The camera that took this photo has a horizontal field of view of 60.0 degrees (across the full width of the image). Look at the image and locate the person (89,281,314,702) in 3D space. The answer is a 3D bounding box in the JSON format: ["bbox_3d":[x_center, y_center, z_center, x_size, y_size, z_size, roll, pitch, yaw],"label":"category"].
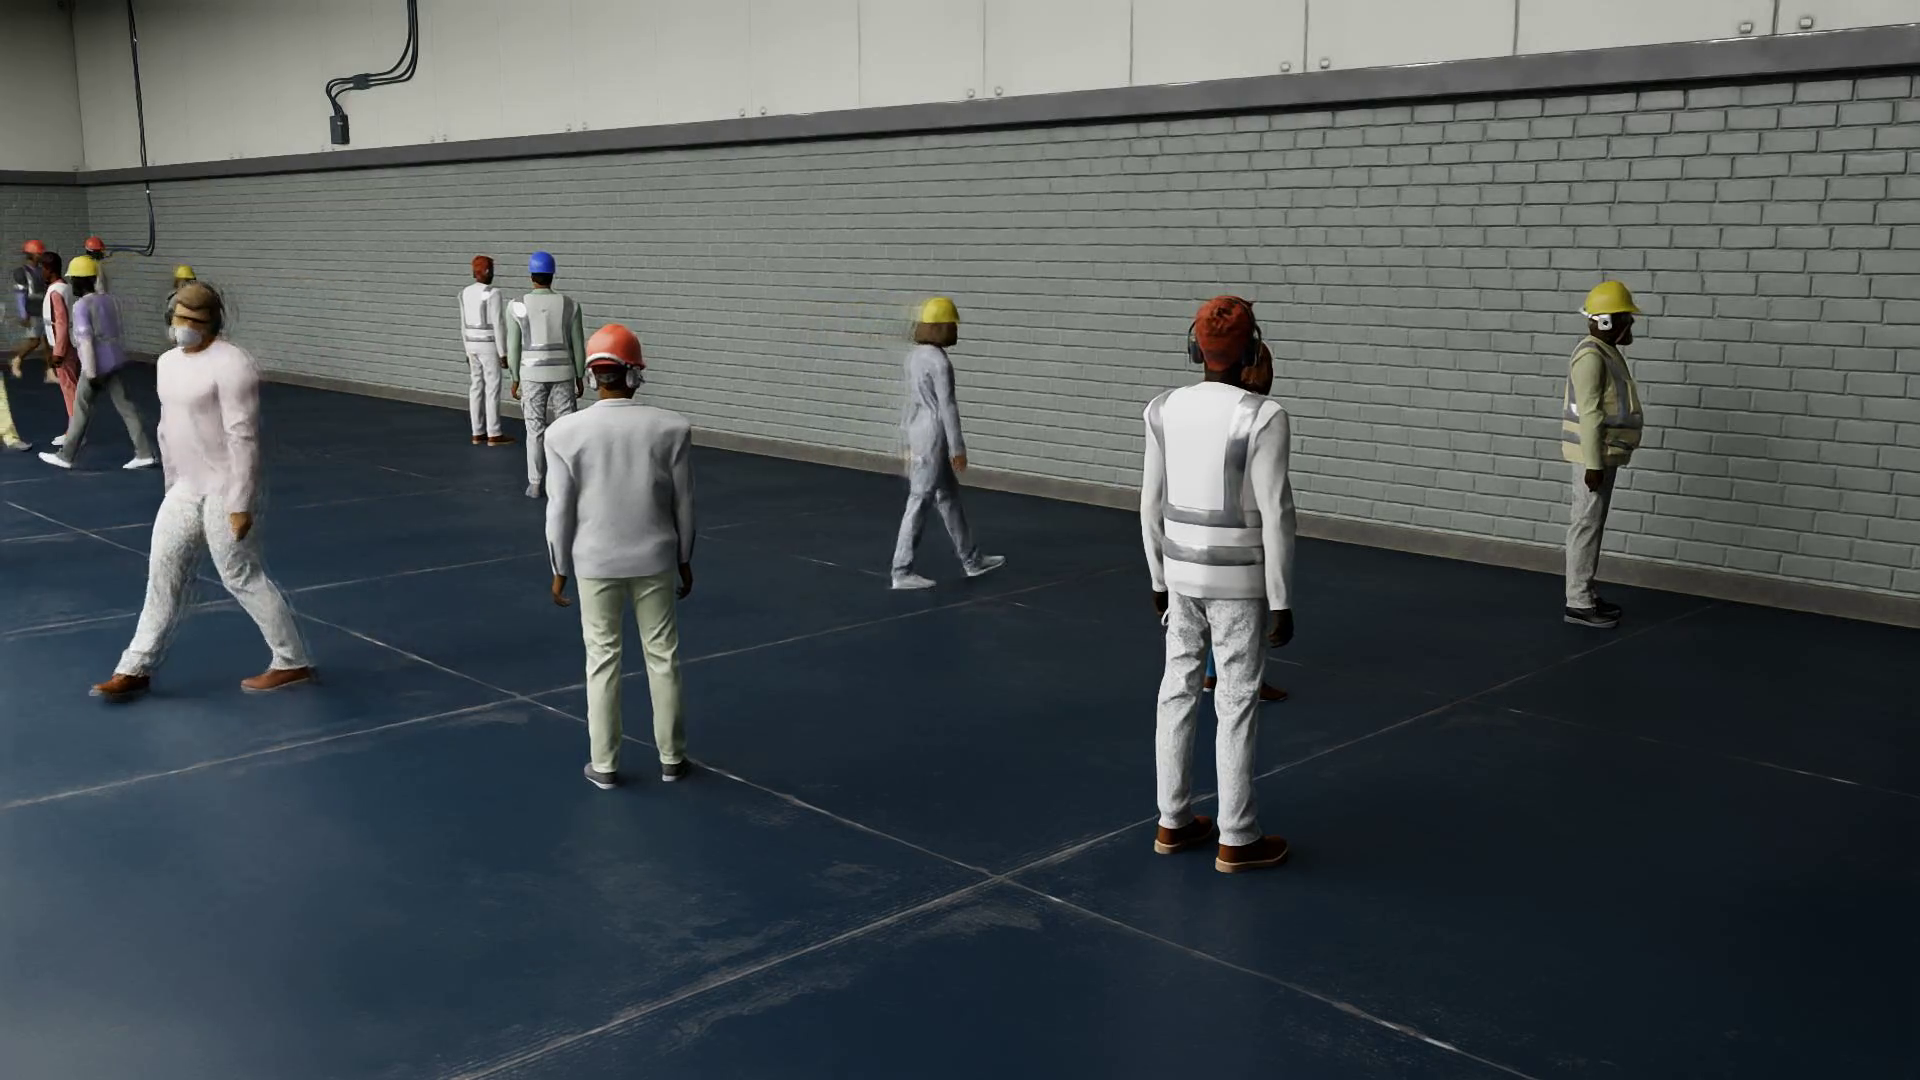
[{"bbox_3d":[-3.402,-0.201,7.388,0.676,1.880,0.783,7,13,34],"label":"person"}]

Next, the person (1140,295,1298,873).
[{"bbox_3d":[0.855,0.148,5.465,0.351,1.884,0.581,-10,14,-44],"label":"person"}]

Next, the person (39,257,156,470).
[{"bbox_3d":[-7.654,-1.545,14.699,1.001,1.878,0.588,1,10,7],"label":"person"}]

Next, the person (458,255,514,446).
[{"bbox_3d":[-4.709,-1.874,16.504,0.581,1.878,0.373,7,13,34],"label":"person"}]

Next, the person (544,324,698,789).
[{"bbox_3d":[-1.272,0.065,6.285,0.562,1.746,0.339,-3,11,-17],"label":"person"}]

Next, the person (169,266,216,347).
[{"bbox_3d":[-9.790,-2.628,21.126,0.918,1.692,0.503,2,11,13],"label":"person"}]

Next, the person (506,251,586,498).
[{"bbox_3d":[-3.279,-1.305,13.216,0.605,1.948,0.391,-4,11,-19],"label":"person"}]

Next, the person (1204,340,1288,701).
[{"bbox_3d":[1.265,-0.091,7.454,0.289,1.633,0.498,-7,12,-33],"label":"person"}]

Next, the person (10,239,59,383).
[{"bbox_3d":[-12.991,-3.194,23.318,0.694,2.022,0.624,3,11,15],"label":"person"}]

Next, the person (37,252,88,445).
[{"bbox_3d":[-8.936,-1.909,16.604,0.390,1.914,0.587,-4,11,-20],"label":"person"}]

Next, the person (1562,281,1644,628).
[{"bbox_3d":[3.439,-0.462,8.924,0.404,1.837,0.590,5,12,26],"label":"person"}]

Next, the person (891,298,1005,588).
[{"bbox_3d":[-0.054,-0.566,9.844,0.823,1.708,0.498,-3,11,-16],"label":"person"}]

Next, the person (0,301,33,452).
[{"bbox_3d":[-9.454,-1.711,15.923,1.033,1.775,0.634,5,12,26],"label":"person"}]

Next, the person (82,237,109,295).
[{"bbox_3d":[-13.039,-3.551,25.204,0.374,2.043,0.612,-10,14,-44],"label":"person"}]
